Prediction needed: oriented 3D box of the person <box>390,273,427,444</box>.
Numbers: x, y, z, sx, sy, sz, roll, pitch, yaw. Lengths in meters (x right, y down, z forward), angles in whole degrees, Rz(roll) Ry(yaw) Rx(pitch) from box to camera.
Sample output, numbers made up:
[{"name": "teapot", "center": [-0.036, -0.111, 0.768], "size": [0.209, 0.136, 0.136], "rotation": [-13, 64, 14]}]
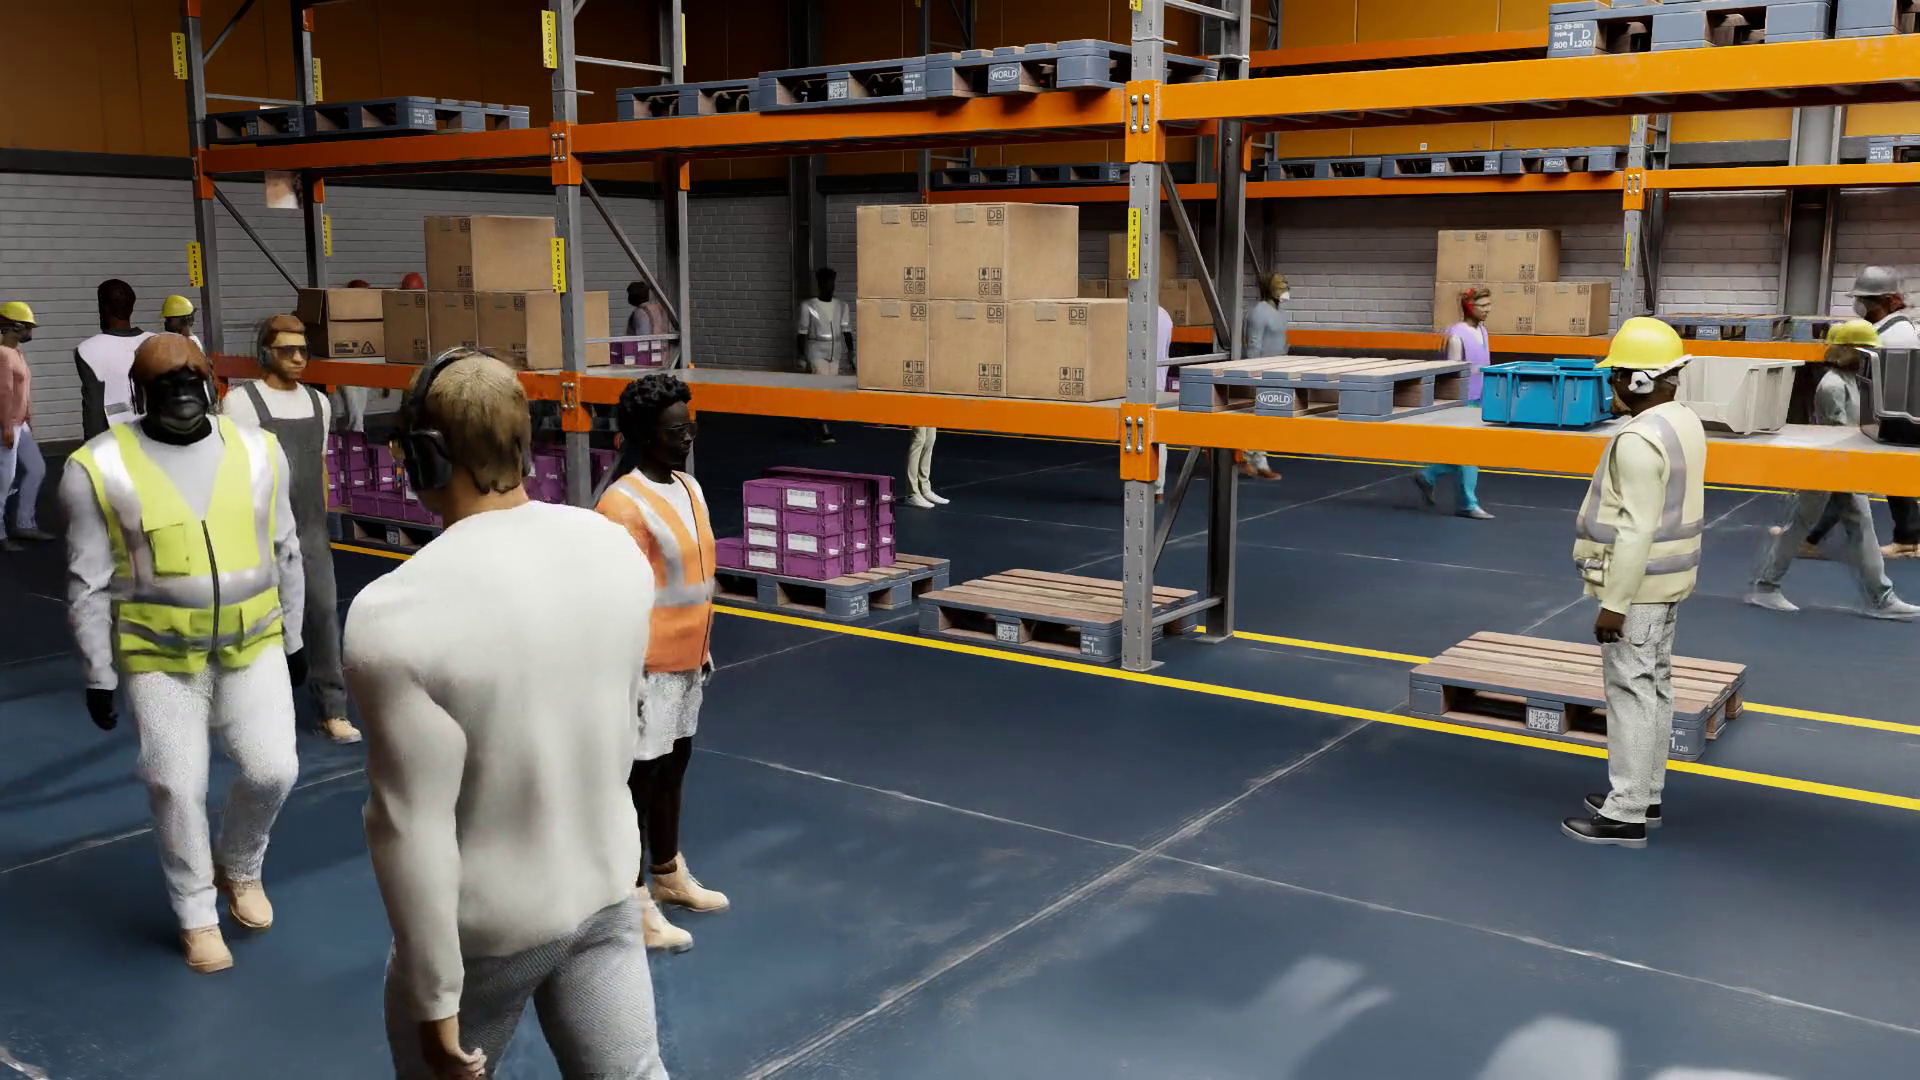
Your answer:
[{"name": "person", "center": [-6.057, -2.016, 18.524], "size": [0.560, 1.887, 0.970], "rotation": [7, 12, 34]}]

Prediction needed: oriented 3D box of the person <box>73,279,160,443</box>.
[{"name": "person", "center": [-4.755, -0.531, 9.562], "size": [0.398, 1.920, 0.590], "rotation": [5, 11, 28]}]

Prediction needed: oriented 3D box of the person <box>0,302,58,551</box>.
[{"name": "person", "center": [-6.674, -0.798, 11.726], "size": [0.451, 1.745, 0.542], "rotation": [-3, 10, -18]}]

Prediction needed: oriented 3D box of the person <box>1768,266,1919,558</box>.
[{"name": "person", "center": [6.094, -0.873, 11.239], "size": [1.056, 2.000, 0.686], "rotation": [3, 10, 15]}]

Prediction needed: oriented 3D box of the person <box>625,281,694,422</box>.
[{"name": "person", "center": [-3.511, -2.051, 18.980], "size": [0.869, 1.805, 0.649], "rotation": [2, 10, 9]}]

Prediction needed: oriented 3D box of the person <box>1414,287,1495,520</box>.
[{"name": "person", "center": [3.947, -1.084, 13.129], "size": [0.622, 1.824, 0.583], "rotation": [7, 12, 35]}]

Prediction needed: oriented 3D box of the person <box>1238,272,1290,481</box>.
[{"name": "person", "center": [2.827, -1.493, 15.273], "size": [0.420, 1.922, 0.641], "rotation": [6, 11, 30]}]

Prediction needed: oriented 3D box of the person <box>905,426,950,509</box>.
[{"name": "person", "center": [-0.274, -1.199, 13.691], "size": [0.309, 1.868, 0.535], "rotation": [4, 11, 25]}]

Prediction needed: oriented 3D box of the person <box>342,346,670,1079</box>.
[{"name": "person", "center": [-0.697, 0.627, 2.788], "size": [1.018, 1.898, 0.648], "rotation": [7, 12, 36]}]

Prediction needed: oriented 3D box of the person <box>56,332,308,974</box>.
[{"name": "person", "center": [-2.179, 0.324, 4.746], "size": [0.648, 1.824, 0.452], "rotation": [-8, 12, -38]}]

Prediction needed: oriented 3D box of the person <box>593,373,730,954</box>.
[{"name": "person", "center": [-0.888, 0.354, 4.953], "size": [0.317, 1.696, 0.538], "rotation": [2, 10, 14]}]

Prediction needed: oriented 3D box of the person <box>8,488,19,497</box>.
[{"name": "person", "center": [-8.246, -1.088, 13.820], "size": [0.616, 1.590, 0.808], "rotation": [2, 10, 14]}]

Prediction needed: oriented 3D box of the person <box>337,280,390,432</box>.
[{"name": "person", "center": [-5.547, -1.478, 15.415], "size": [0.858, 1.841, 0.576], "rotation": [6, 11, 32]}]

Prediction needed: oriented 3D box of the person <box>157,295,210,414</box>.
[{"name": "person", "center": [-5.980, -1.008, 12.893], "size": [0.343, 1.759, 0.533], "rotation": [-4, 10, -24]}]

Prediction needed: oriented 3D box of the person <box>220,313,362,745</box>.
[{"name": "person", "center": [-2.921, -0.057, 7.086], "size": [0.894, 1.818, 0.531], "rotation": [7, 12, 37]}]

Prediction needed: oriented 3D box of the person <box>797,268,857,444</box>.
[{"name": "person", "center": [-1.438, -2.032, 18.408], "size": [0.636, 1.935, 0.752], "rotation": [-7, 12, -37]}]

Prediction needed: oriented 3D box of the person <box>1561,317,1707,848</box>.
[{"name": "person", "center": [2.344, 0.148, 5.785], "size": [0.404, 1.829, 0.598], "rotation": [7, 12, 36]}]

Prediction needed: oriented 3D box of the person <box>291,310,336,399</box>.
[{"name": "person", "center": [-5.531, -1.206, 14.512], "size": [0.547, 1.605, 0.553], "rotation": [-2, 10, -14]}]

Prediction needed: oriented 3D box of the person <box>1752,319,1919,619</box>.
[{"name": "person", "center": [4.996, -0.394, 9.423], "size": [0.488, 1.696, 0.889], "rotation": [-8, 13, -41]}]

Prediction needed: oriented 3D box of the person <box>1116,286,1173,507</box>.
[{"name": "person", "center": [1.507, -1.231, 13.678], "size": [0.355, 1.936, 0.635], "rotation": [7, 12, 37]}]

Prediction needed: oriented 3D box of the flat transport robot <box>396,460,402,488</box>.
[{"name": "flat transport robot", "center": [-4.817, -0.619, 14.986], "size": [1.431, 0.197, 0.652], "rotation": [-9, 13, -44]}]
